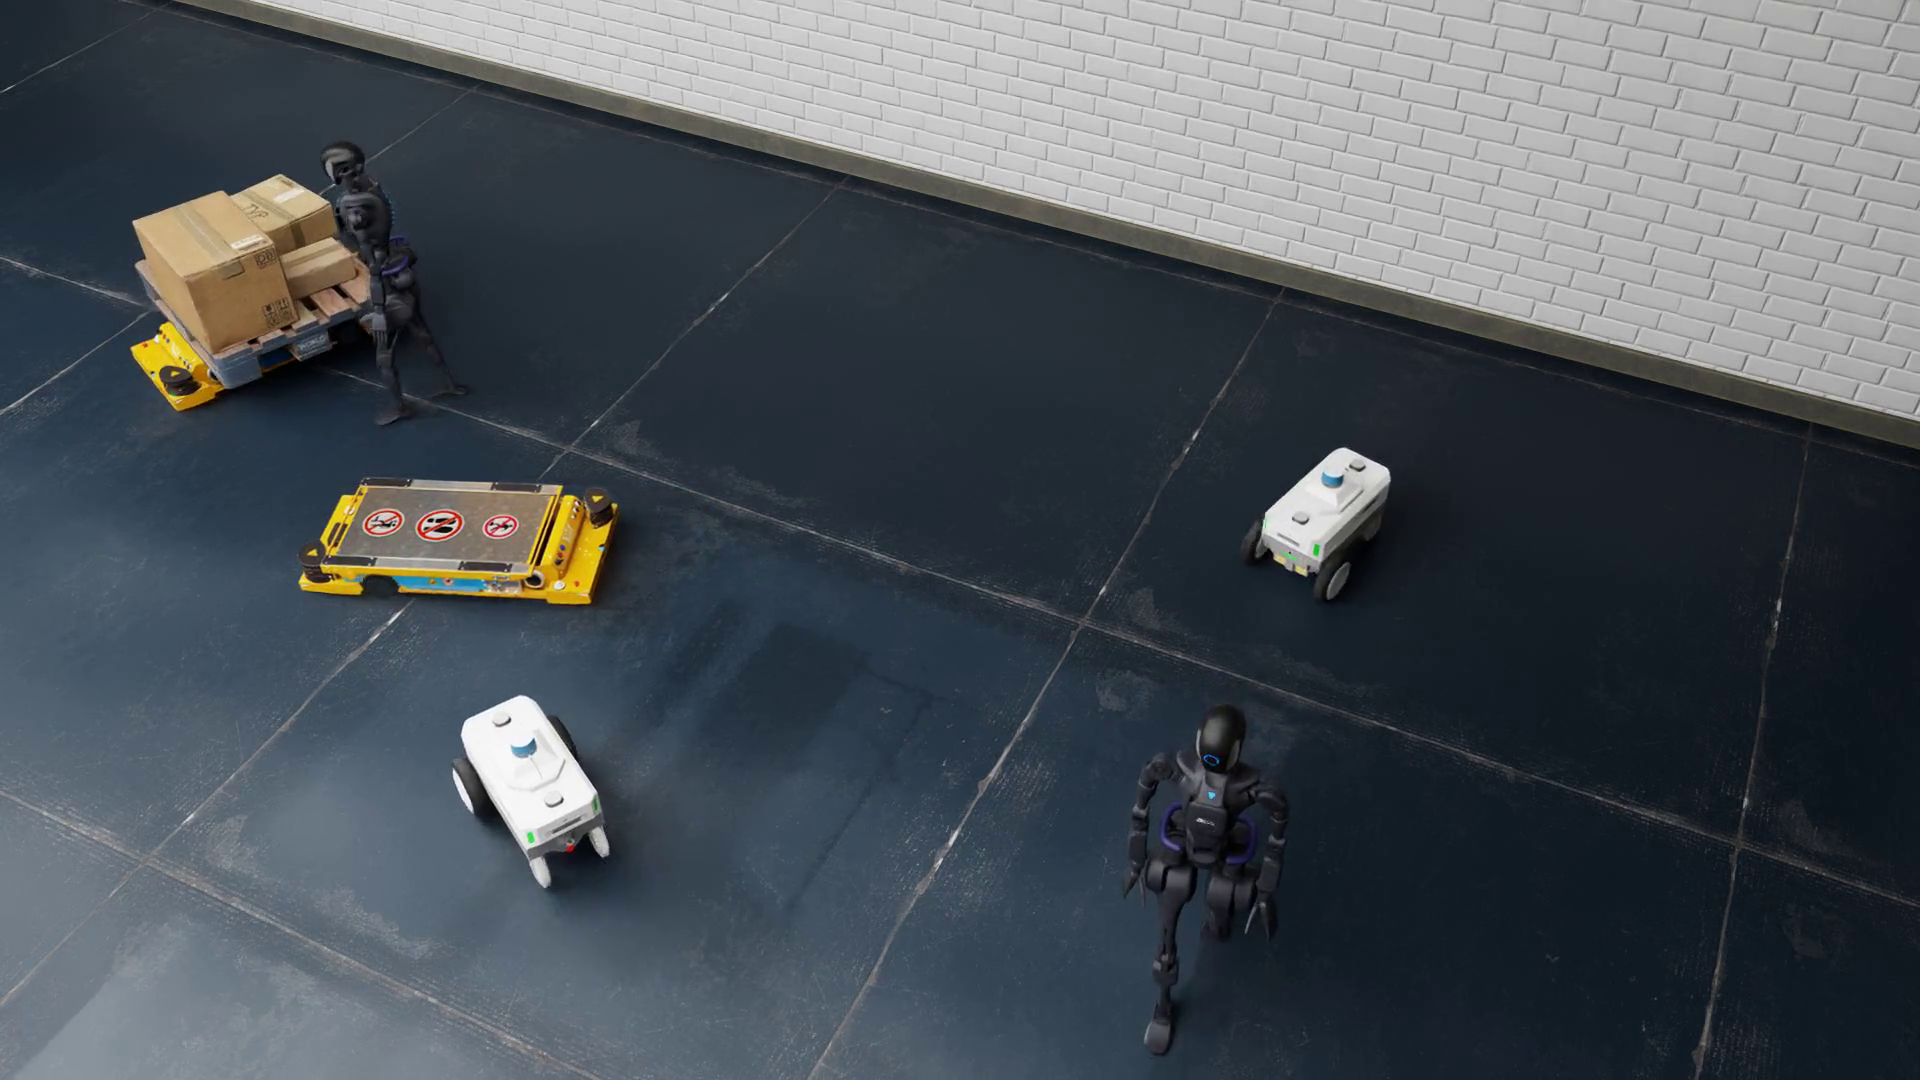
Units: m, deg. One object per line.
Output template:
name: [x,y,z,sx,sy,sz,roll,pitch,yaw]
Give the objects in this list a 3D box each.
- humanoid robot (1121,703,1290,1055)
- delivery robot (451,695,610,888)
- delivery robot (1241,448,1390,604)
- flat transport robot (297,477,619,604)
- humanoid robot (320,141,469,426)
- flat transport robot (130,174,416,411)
humanoid robot: [0.895,1.148,6.019,0.589,1.655,0.733,11,44,12]
delivery robot: [-1.783,1.005,6.942,0.499,0.570,0.750,-25,49,-25]
delivery robot: [1.773,-0.096,8.162,0.499,0.612,0.796,31,51,29]
flat transport robot: [-2.475,0.003,8.251,1.431,0.231,0.659,2,43,3]
humanoid robot: [-2.973,-1.353,8.684,0.468,1.634,0.599,-8,43,-9]
flat transport robot: [-3.958,-1.240,9.594,1.431,0.231,0.659,-30,50,-28]
